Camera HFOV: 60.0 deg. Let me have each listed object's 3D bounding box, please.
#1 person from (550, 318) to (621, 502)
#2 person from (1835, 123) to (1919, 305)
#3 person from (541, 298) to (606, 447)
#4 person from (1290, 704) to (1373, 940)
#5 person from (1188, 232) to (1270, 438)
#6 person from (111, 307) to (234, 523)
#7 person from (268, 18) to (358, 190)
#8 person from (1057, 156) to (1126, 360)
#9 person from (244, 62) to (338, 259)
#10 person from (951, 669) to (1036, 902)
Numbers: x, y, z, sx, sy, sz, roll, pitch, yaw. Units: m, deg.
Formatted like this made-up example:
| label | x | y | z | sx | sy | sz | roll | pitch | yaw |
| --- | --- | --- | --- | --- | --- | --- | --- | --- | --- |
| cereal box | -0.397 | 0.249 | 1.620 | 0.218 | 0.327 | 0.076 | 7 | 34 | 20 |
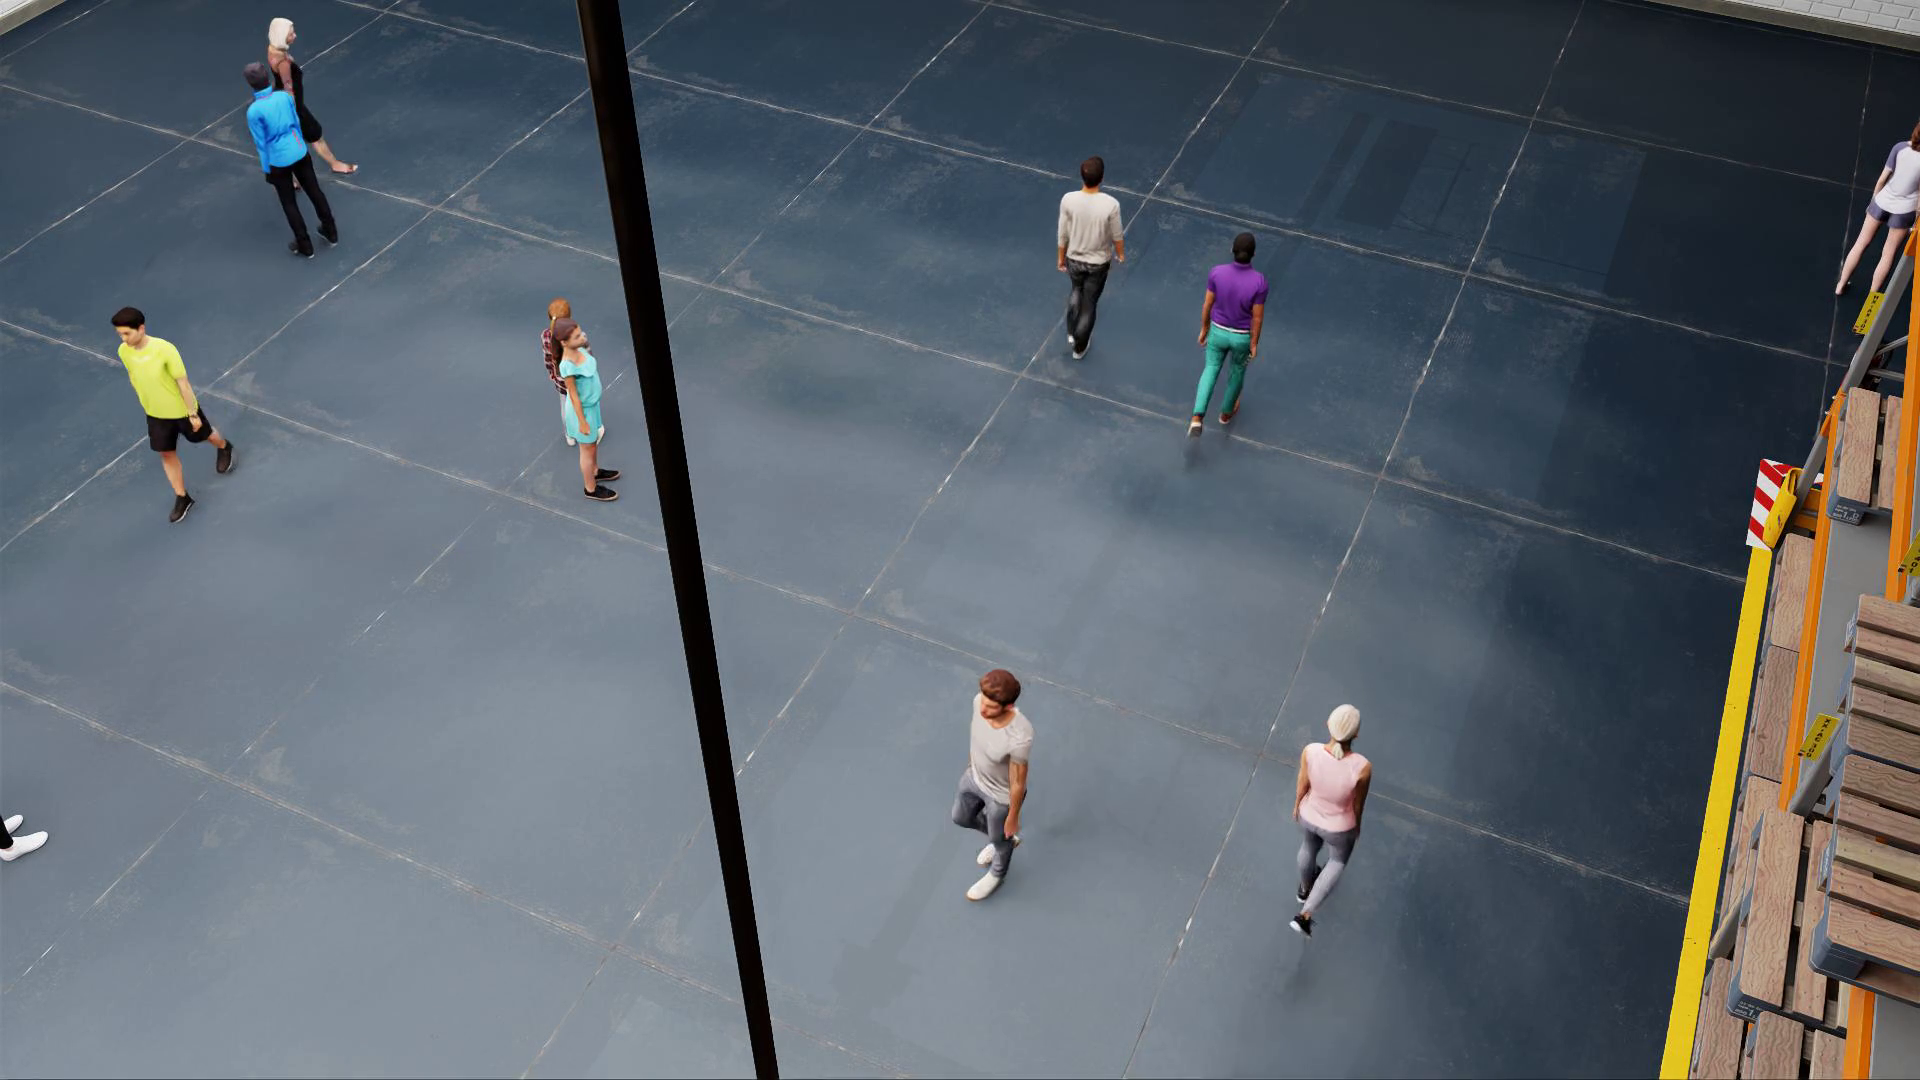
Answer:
| label | x | y | z | sx | sy | sz | roll | pitch | yaw |
| --- | --- | --- | --- | --- | --- | --- | --- | --- | --- |
| person | -2.754 | -0.974 | 12.147 | 0.697 | 1.558 | 0.606 | -1 | 44 | -1 |
| person | 7.799 | -2.776 | 13.887 | 0.660 | 1.766 | 0.656 | -33 | 53 | -30 |
| person | -2.955 | -1.266 | 12.638 | 0.594 | 1.303 | 0.607 | 0 | 44 | 0 |
| person | 2.035 | 1.610 | 9.321 | 0.622 | 1.713 | 0.896 | 23 | 48 | 22 |
| person | 2.022 | -1.490 | 12.551 | 0.643 | 1.747 | 0.972 | 17 | 46 | 17 |
| person | -5.715 | -1.032 | 12.126 | 0.902 | 1.670 | 1.174 | 2 | 44 | 2 |
| person | -6.142 | -3.887 | 15.110 | 1.113 | 1.688 | 0.995 | -27 | 50 | -25 |
| person | 1.004 | -2.195 | 13.254 | 0.675 | 1.798 | 0.651 | 14 | 45 | 14 |
| person | -5.814 | -3.297 | 14.415 | 0.690 | 1.792 | 0.521 | 25 | 49 | 24 |
| person | 0.266 | 1.349 | 9.470 | 0.858 | 1.886 | 0.831 | -25 | 49 | -24 |
